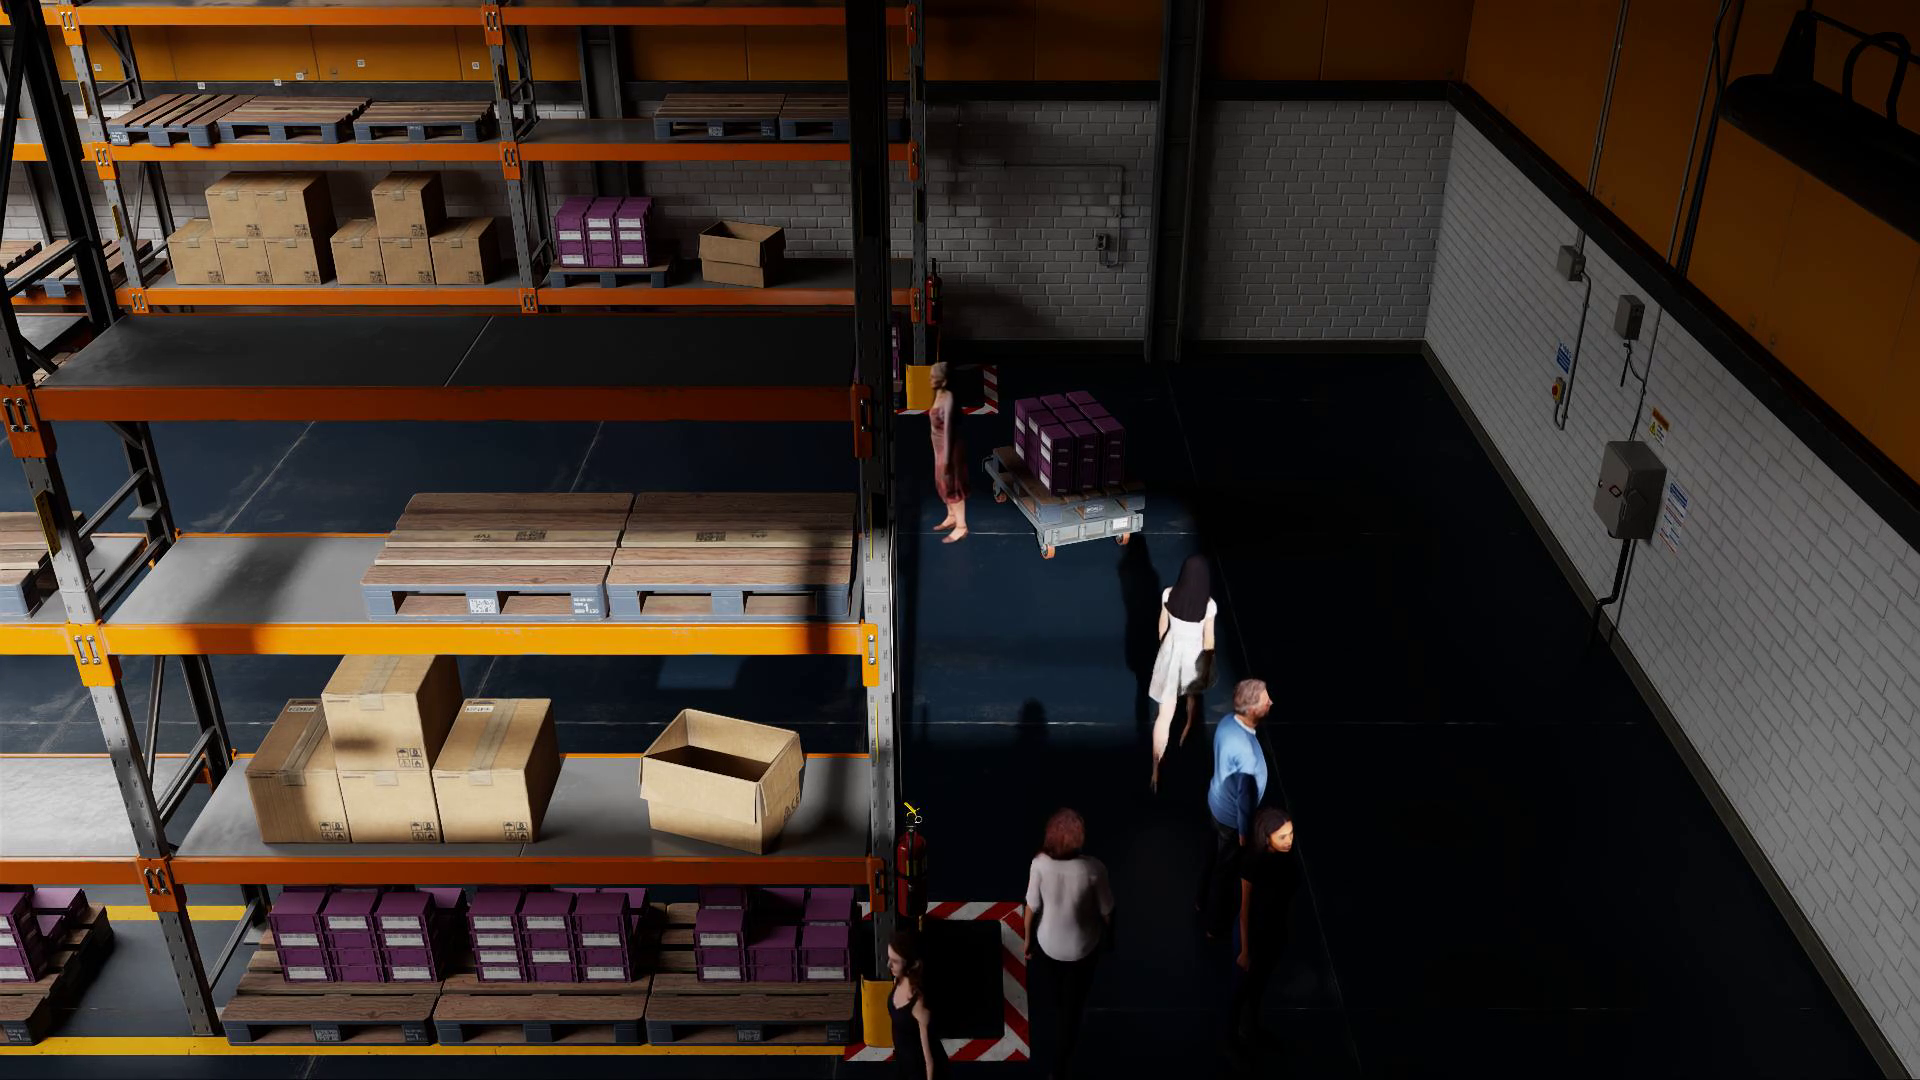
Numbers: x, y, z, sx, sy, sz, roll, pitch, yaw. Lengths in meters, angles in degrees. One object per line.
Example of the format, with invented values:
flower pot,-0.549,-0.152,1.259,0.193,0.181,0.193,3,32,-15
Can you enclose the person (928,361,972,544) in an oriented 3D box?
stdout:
person,-0.090,-0.789,14.698,0.677,1.685,0.673,-8,30,-14

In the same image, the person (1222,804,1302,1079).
person,1.654,2.174,9.209,0.643,1.740,0.704,-25,38,-38

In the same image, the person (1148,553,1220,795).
person,1.509,0.941,11.484,1.211,1.725,0.948,10,30,18

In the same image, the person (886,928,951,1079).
person,-0.114,2.638,8.384,1.059,1.715,0.862,-14,31,-23

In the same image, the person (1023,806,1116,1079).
person,0.554,2.286,8.987,0.947,1.756,0.854,8,30,14

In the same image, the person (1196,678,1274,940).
person,1.655,1.619,10.149,0.579,1.813,0.657,-2,29,-5
